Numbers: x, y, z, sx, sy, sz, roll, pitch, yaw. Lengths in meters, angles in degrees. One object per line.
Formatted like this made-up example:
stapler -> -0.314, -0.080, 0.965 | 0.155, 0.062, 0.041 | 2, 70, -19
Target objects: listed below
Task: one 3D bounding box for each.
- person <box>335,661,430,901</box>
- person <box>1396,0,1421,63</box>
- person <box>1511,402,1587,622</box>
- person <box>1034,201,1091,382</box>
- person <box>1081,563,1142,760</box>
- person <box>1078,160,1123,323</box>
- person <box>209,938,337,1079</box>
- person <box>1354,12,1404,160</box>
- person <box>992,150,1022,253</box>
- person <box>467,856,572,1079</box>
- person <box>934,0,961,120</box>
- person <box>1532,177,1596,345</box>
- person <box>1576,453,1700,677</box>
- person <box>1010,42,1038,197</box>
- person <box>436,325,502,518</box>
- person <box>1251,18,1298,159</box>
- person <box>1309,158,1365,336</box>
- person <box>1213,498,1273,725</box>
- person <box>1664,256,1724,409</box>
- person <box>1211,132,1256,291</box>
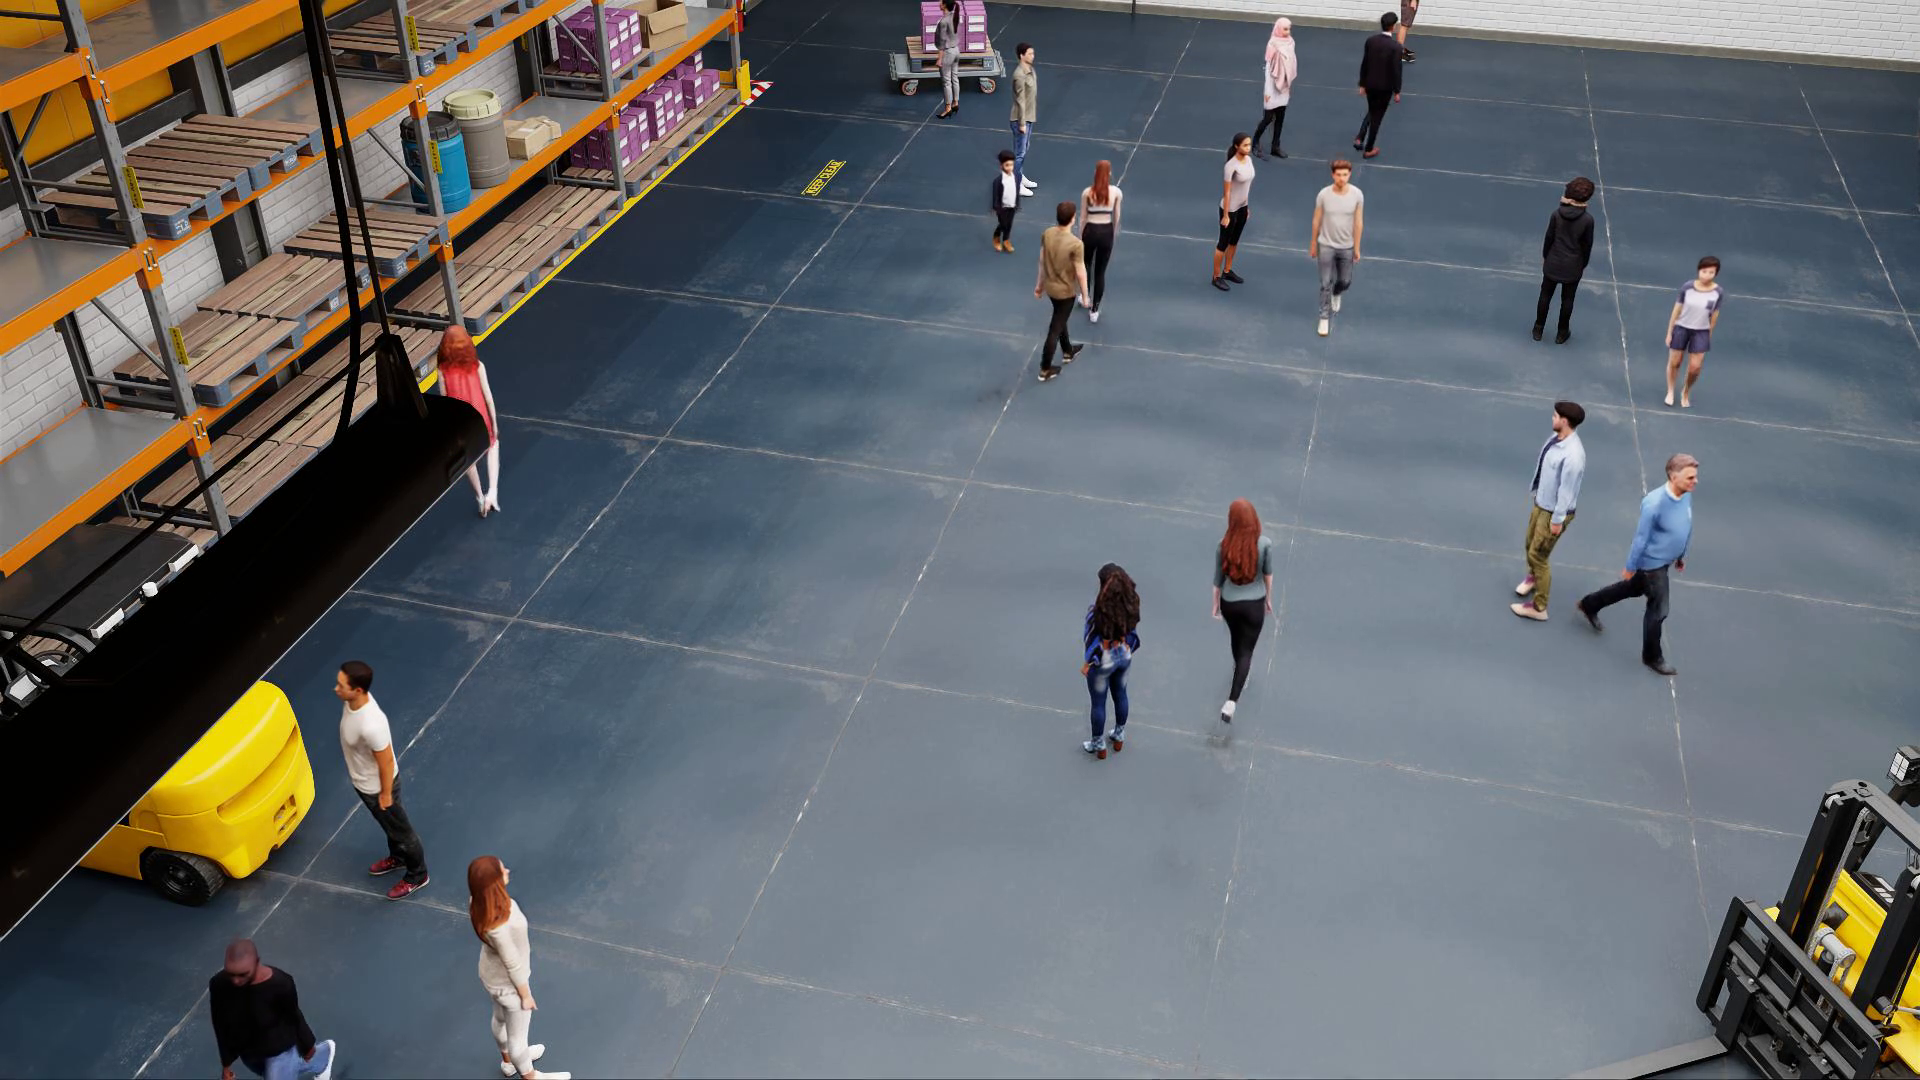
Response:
person -> -3.667, 1.487, 10.501 | 0.757, 1.804, 0.721 | -21, 39, -29
person -> 6.782, -8.189, 25.008 | 0.755, 1.860, 0.512 | 6, 34, 9
person -> 4.721, -0.269, 13.164 | 0.848, 1.781, 0.591 | 1, 34, 2
person -> 0.922, -2.418, 16.355 | 1.141, 1.828, 1.010 | -27, 42, -34
person -> 1.044, 0.839, 11.647 | 0.688, 1.614, 0.744 | -17, 37, -23
person -> 1.467, -3.107, 17.482 | 0.701, 1.727, 0.842 | -1, 34, -2
person -> -3.631, 2.646, 8.841 | 0.732, 1.711, 1.173 | 4, 34, 5
person -> 5.354, -5.832, 21.452 | 0.876, 1.871, 0.848 | -25, 41, -33
person -> 0.506, -3.925, 19.176 | 0.586, 1.215, 0.648 | -18, 38, -25
person -> -2.521, 2.408, 9.197 | 0.738, 1.713, 0.690 | -21, 39, -28
person -> -0.157, -6.646, 22.851 | 0.740, 1.678, 0.606 | 17, 37, 24
person -> 6.209, -2.862, 17.065 | 0.680, 1.781, 0.674 | 17, 37, 23
person -> 5.193, 0.096, 12.618 | 1.198, 1.778, 1.137 | -26, 41, -33
person -> 0.768, -5.212, 20.523 | 0.757, 1.867, 0.490 | 8, 34, 12
person -> -4.170, -0.942, 14.158 | 0.748, 1.802, 0.823 | -6, 34, -9
person -> 4.077, -5.859, 21.543 | 0.834, 1.815, 0.890 | -23, 40, -30
person -> 3.923, -3.097, 17.324 | 0.725, 1.885, 0.924 | 6, 34, 9
person -> 2.038, 0.540, 12.012 | 0.649, 1.709, 1.103 | 7, 34, 11
person -> 7.043, -2.037, 16.033 | 0.612, 1.550, 0.615 | 14, 36, 20
person -> 3.005, -3.630, 18.252 | 0.748, 1.746, 0.626 | 28, 42, 35
